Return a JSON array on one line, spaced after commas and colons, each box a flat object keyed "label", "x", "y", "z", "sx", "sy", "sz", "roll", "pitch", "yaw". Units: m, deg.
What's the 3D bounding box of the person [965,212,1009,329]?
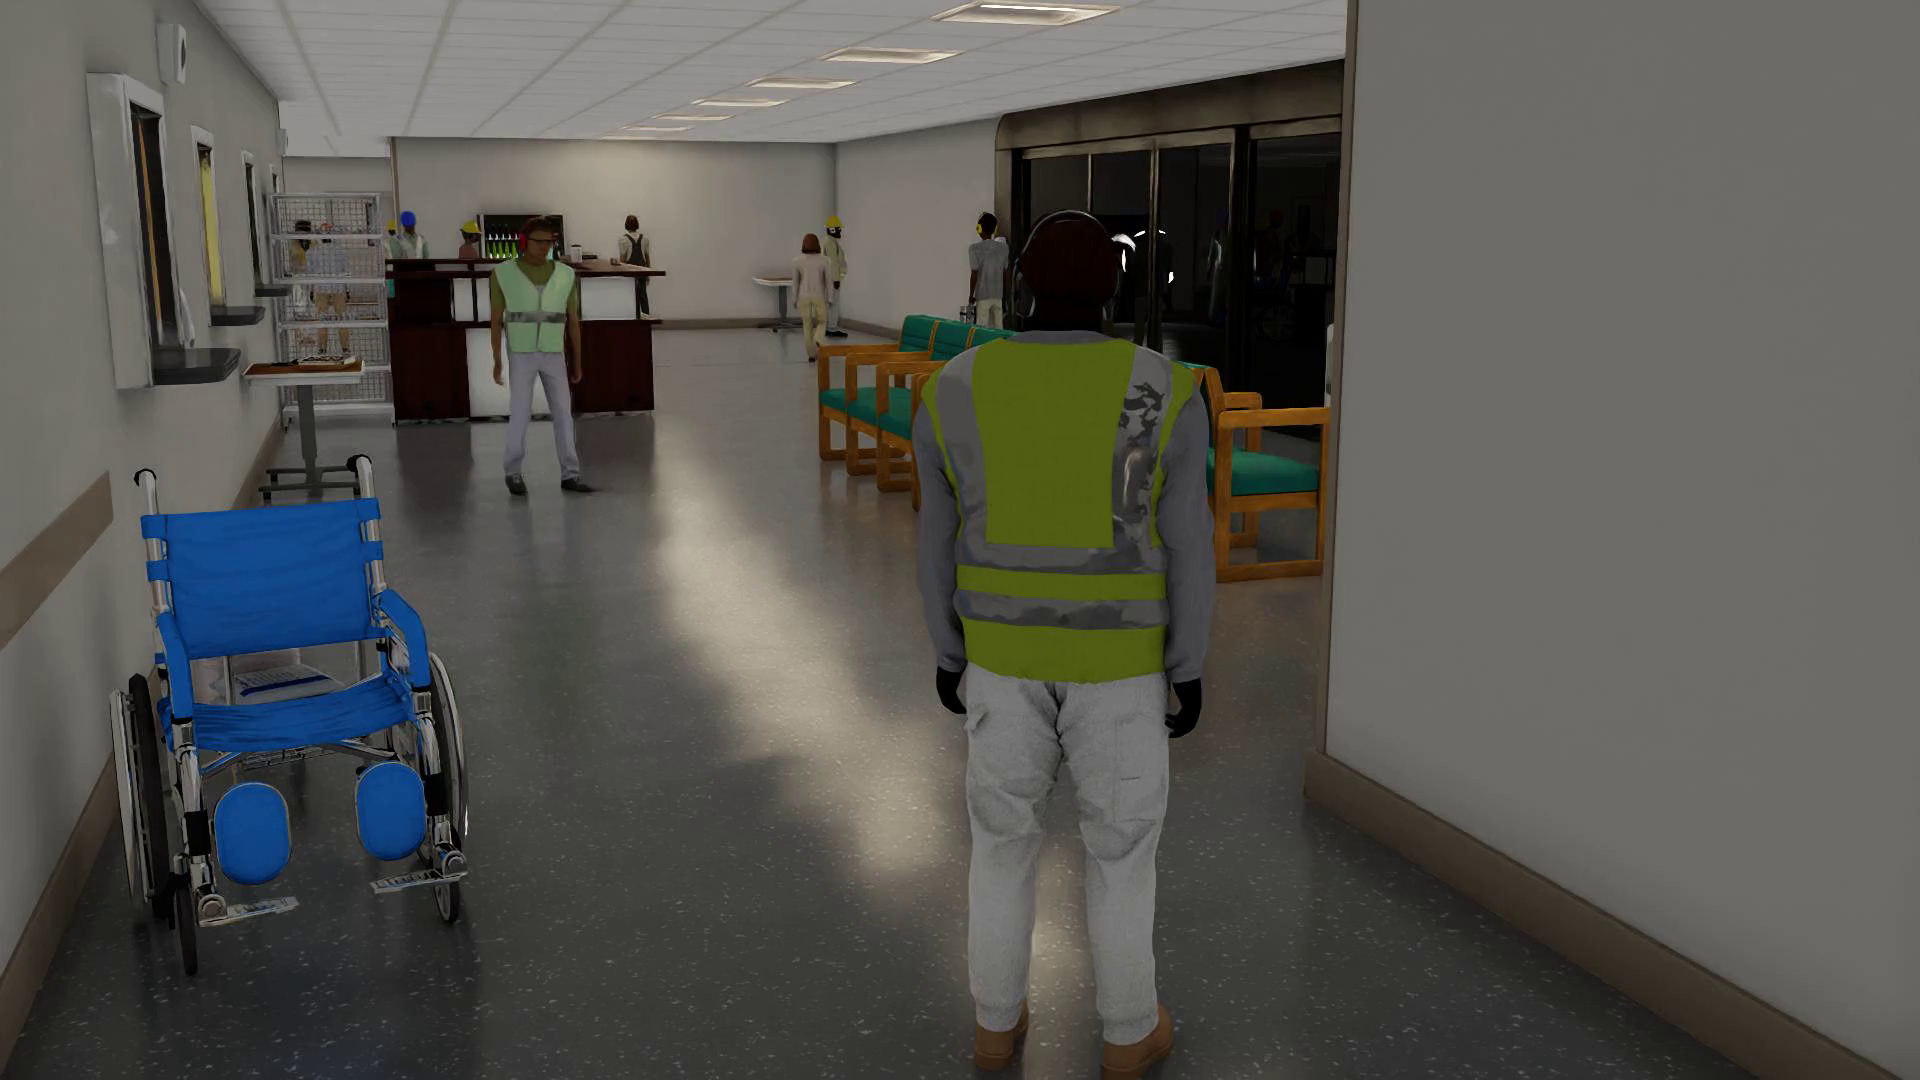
[{"label": "person", "x": 0.287, "y": -2.553, "z": 17.784, "sx": 0.521, "sy": 1.873, "sz": 0.334, "roll": -6, "pitch": 13, "yaw": -30}]

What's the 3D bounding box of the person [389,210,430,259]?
[{"label": "person", "x": -7.989, "y": -3.826, "z": 24.237, "sx": 0.513, "sy": 1.943, "sz": 0.639, "roll": 10, "pitch": 15, "yaw": 42}]

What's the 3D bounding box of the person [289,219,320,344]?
[{"label": "person", "x": -9.575, "y": -3.757, "z": 24.161, "sx": 0.660, "sy": 1.811, "sz": 0.637, "roll": 9, "pitch": 14, "yaw": 40}]

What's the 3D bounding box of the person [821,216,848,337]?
[{"label": "person", "x": -1.916, "y": -4.002, "z": 25.316, "sx": 0.404, "sy": 1.833, "sz": 0.589, "roll": -3, "pitch": 11, "yaw": -15}]

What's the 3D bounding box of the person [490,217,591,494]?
[{"label": "person", "x": -2.797, "y": -1.204, "z": 10.989, "sx": 0.601, "sy": 1.821, "sz": 0.492, "roll": -7, "pitch": 13, "yaw": -33}]

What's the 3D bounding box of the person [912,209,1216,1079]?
[{"label": "person", "x": 0.226, "y": 0.241, "z": 3.515, "sx": 0.625, "sy": 1.847, "sz": 0.429, "roll": 3, "pitch": 11, "yaw": 15}]

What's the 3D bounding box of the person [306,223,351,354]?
[{"label": "person", "x": -8.462, "y": -3.373, "z": 22.323, "sx": 0.563, "sy": 1.742, "sz": 0.361, "roll": -4, "pitch": 12, "yaw": -18}]

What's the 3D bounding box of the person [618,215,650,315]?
[{"label": "person", "x": -5.072, "y": -4.124, "z": 25.902, "sx": 0.508, "sy": 1.847, "sz": 0.345, "roll": -7, "pitch": 13, "yaw": -32}]

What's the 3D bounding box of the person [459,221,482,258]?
[{"label": "person", "x": -6.588, "y": -3.413, "z": 22.469, "sx": 0.326, "sy": 1.766, "sz": 0.533, "roll": -7, "pitch": 13, "yaw": -33}]

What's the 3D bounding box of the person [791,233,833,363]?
[{"label": "person", "x": -1.846, "y": -3.005, "z": 20.727, "sx": 0.517, "sy": 1.618, "sz": 0.411, "roll": 0, "pitch": 11, "yaw": -1}]
